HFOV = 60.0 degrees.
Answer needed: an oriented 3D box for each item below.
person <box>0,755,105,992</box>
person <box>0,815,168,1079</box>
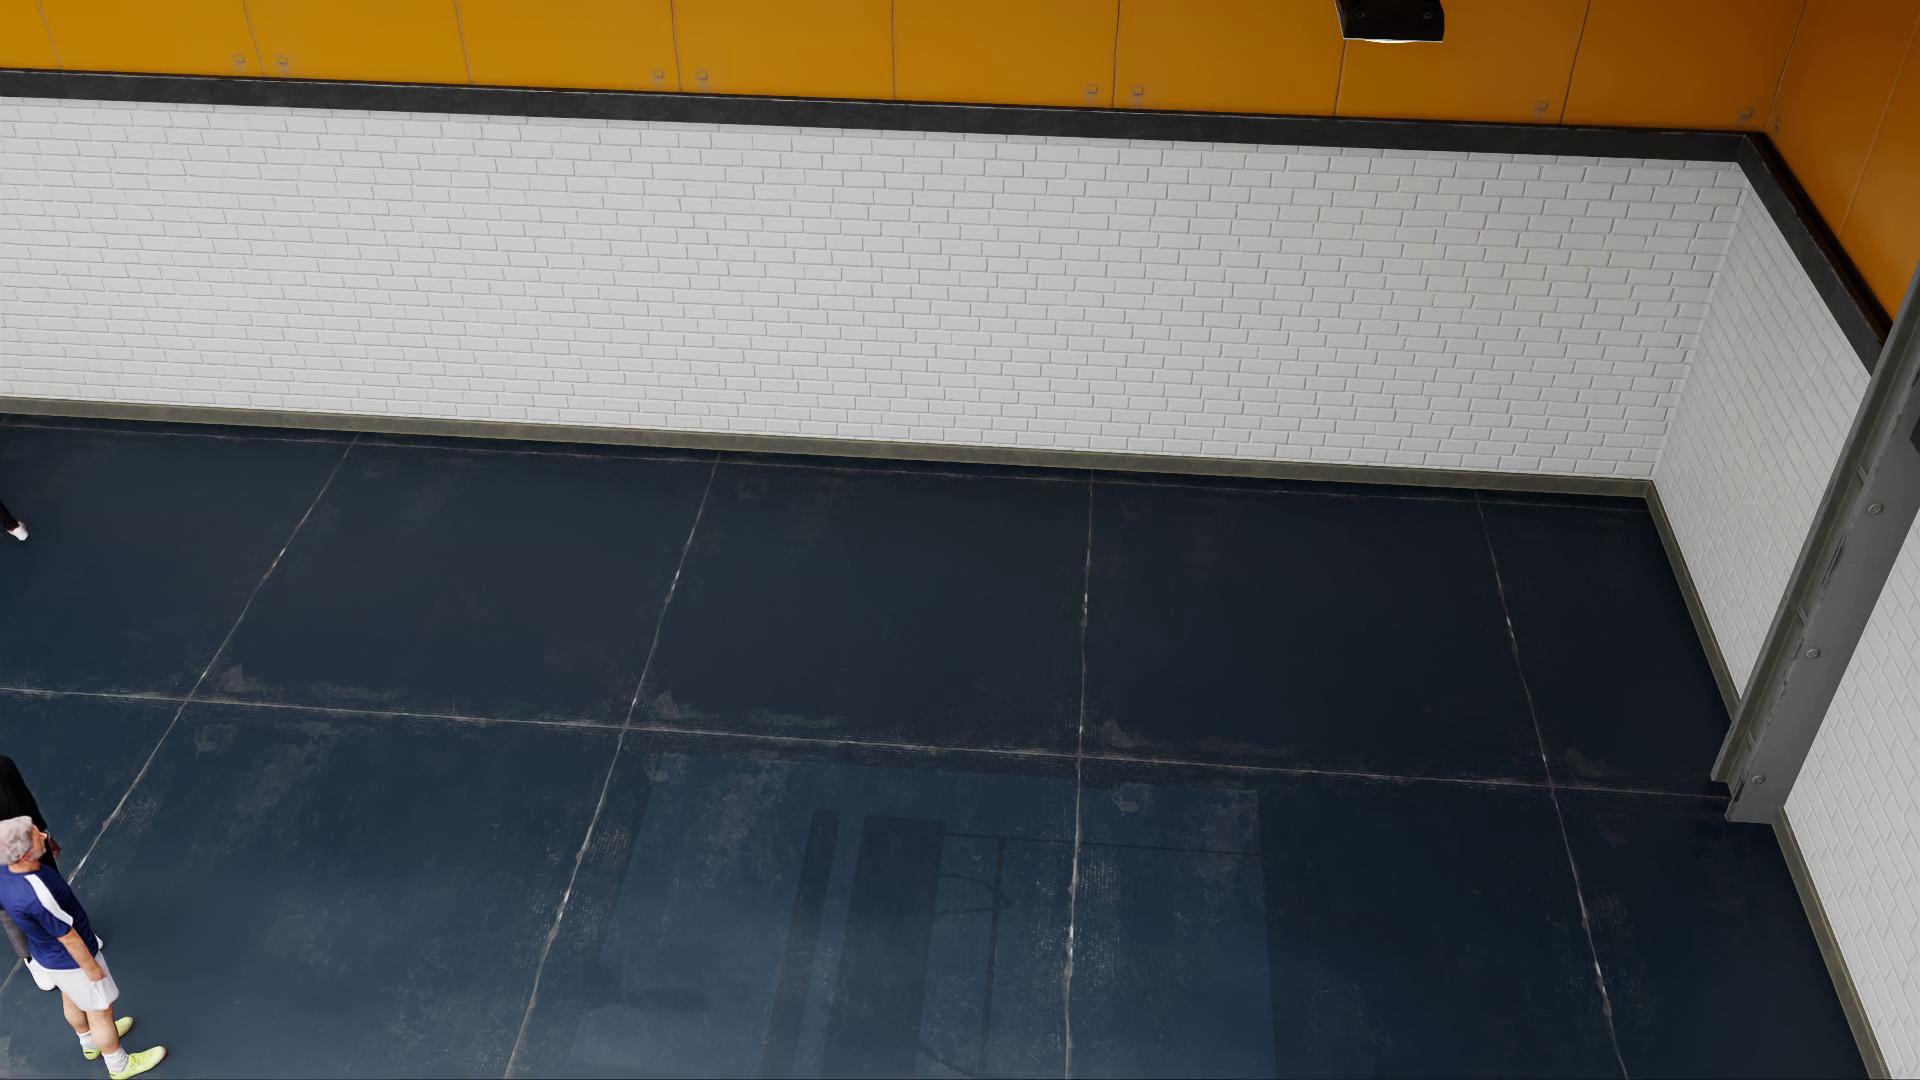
[{"bbox_3d":[-5.157,1.695,9.005,0.779,1.761,0.647,21,43,24],"label":"person"},{"bbox_3d":[-4.564,2.072,8.472,0.715,1.836,0.722,26,45,29],"label":"person"}]
